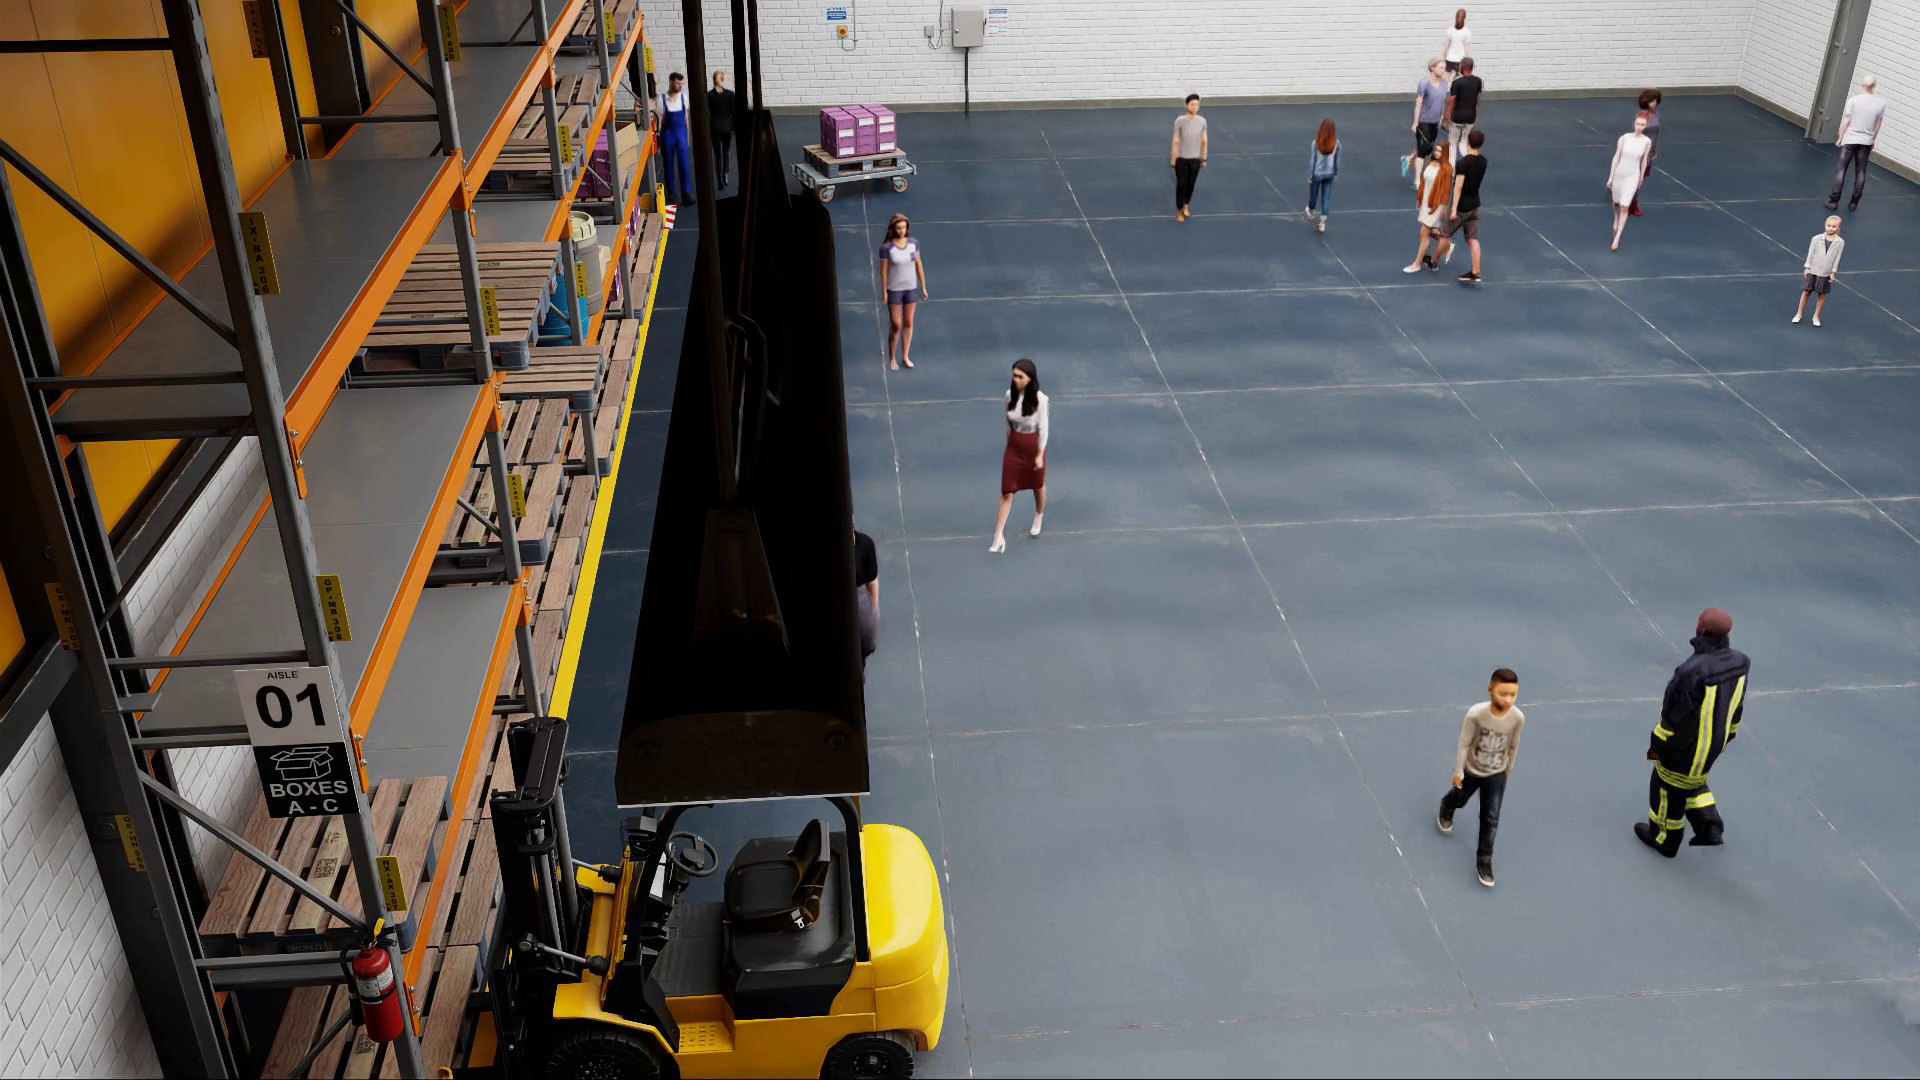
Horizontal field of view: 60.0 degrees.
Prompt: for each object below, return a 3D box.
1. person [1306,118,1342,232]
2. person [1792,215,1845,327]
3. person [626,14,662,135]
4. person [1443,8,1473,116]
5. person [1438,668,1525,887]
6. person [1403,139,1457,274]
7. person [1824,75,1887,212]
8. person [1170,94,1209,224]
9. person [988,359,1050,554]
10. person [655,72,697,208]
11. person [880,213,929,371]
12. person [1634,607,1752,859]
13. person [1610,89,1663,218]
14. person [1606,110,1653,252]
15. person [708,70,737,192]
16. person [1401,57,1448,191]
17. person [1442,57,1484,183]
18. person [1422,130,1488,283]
[{"bbox_3d":[4.833,-4.817,22.095,0.648,1.443,1.002,0,29,1],"label":"person"},{"bbox_3d":[9.912,-3.115,19.150,0.597,1.276,0.640,14,31,23],"label":"person"},{"bbox_3d":[-5.029,-7.350,26.271,0.766,1.892,0.759,12,31,20],"label":"person"},{"bbox_3d":[8.081,-7.778,27.212,0.808,1.741,0.981,10,30,17],"label":"person"},{"bbox_3d":[3.321,1.430,10.646,0.648,1.440,1.001,2,29,3],"label":"person"},{"bbox_3d":[5.928,-4.148,20.614,0.883,1.688,1.023,-10,30,-18],"label":"person"},{"bbox_3d":[12.334,-5.463,22.875,0.713,1.831,0.676,5,29,9],"label":"person"},{"bbox_3d":[3.082,-5.202,22.530,0.636,1.703,0.910,-1,29,-2],"label":"person"},{"bbox_3d":[0.617,-0.753,14.368,0.992,1.707,1.142,15,32,26],"label":"person"},{"bbox_3d":[-3.998,-5.594,23.147,0.956,1.800,1.201,-10,30,-17],"label":"person"},{"bbox_3d":[-0.642,-2.718,17.954,0.704,1.723,0.716,-12,31,-20],"label":"person"},{"bbox_3d":[4.720,1.277,10.540,0.915,1.811,0.999,-14,32,-25],"label":"person"},{"bbox_3d":[9.282,-5.318,22.750,0.795,1.695,1.002,-13,31,-22],"label":"person"},{"bbox_3d":[8.597,-4.649,21.464,0.981,1.752,1.179,15,32,25],"label":"person"},{"bbox_3d":[-3.364,-5.767,23.581,0.752,1.688,0.695,-10,30,-18],"label":"person"},{"bbox_3d":[6.600,-5.962,23.766,0.895,1.853,1.145,-13,31,-22],"label":"person"},{"bbox_3d":[7.257,-5.997,23.899,0.761,1.787,0.850,-9,30,-16],"label":"person"},{"bbox_3d":[6.221,-4.006,20.235,1.056,1.802,1.328,-17,33,-28],"label":"person"}]
